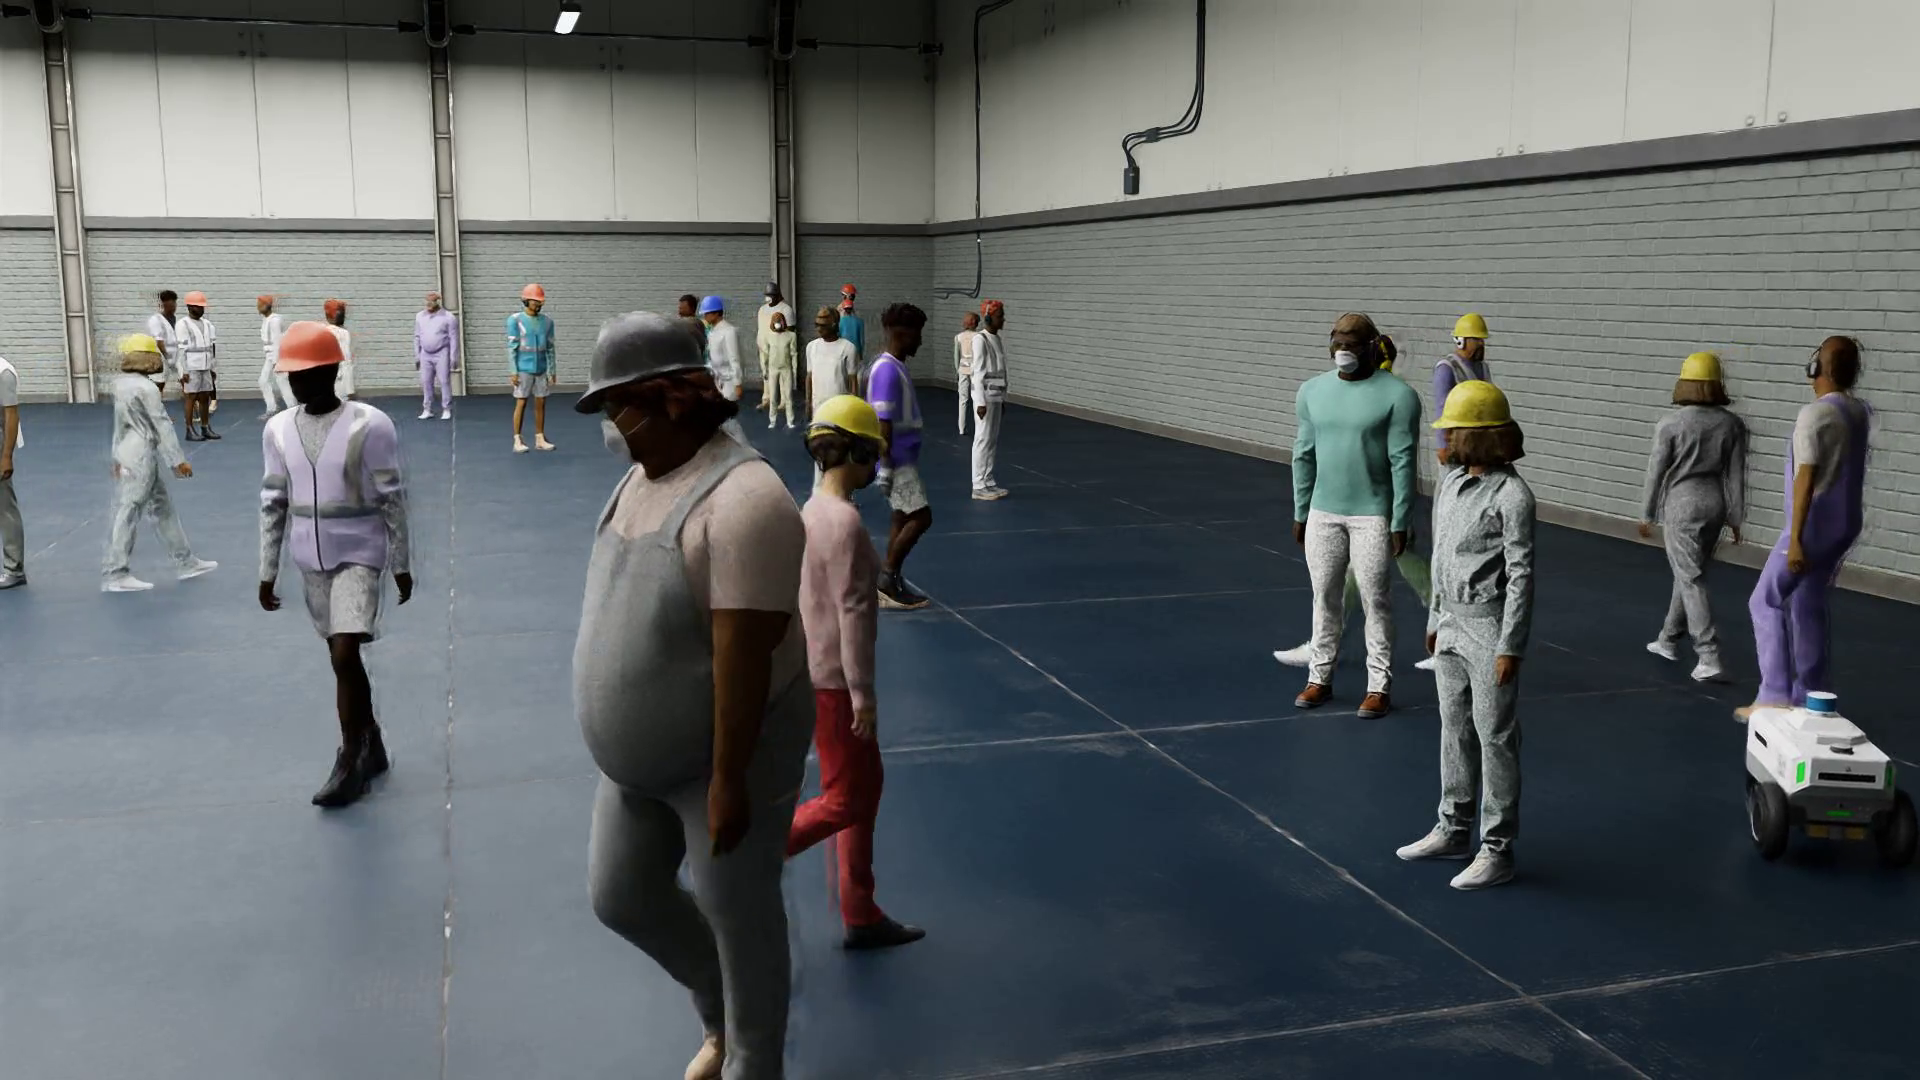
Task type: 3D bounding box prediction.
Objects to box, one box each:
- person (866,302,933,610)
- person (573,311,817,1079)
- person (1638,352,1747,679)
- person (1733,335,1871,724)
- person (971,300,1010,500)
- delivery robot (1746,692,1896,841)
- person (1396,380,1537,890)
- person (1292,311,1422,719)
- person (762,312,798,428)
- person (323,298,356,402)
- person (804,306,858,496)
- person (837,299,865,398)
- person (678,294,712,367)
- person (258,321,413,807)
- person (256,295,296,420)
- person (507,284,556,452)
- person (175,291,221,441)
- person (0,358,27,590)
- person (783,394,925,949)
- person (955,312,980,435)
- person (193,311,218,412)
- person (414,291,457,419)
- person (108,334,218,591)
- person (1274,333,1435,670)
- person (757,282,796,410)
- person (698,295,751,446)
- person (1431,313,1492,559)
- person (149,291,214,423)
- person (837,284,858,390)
[{"bbox_3d":[-0.375,-0.511,10.368,0.430,1.942,0.669,0,9,1],"label":"person"},{"bbox_3d":[-0.634,0.455,3.907,0.537,2.000,0.702,-8,12,-43],"label":"person"},{"bbox_3d":[3.880,-0.139,8.776,0.500,1.701,0.883,-1,9,-5],"label":"person"},{"bbox_3d":[3.886,-0.026,7.678,0.601,1.818,0.447,-6,11,-34],"label":"person"},{"bbox_3d":[0.284,-1.327,15.772,0.337,1.882,0.584,3,10,20],"label":"person"},{"bbox_3d":[3.153,0.802,6.116,0.477,0.478,0.707,2,9,12],"label":"delivery robot"},{"bbox_3d":[1.753,0.323,5.707,0.313,1.739,0.485,-3,9,-16],"label":"person"},{"bbox_3d":[1.871,-0.118,7.937,0.624,1.931,0.378,7,11,37],"label":"person"},{"bbox_3d":[-2.509,-2.361,23.197,0.498,1.627,0.280,-1,9,-3],"label":"person"},{"bbox_3d":[-6.556,-1.589,17.474,0.590,1.879,0.358,6,11,35],"label":"person"},{"bbox_3d":[-1.148,-1.152,14.802,0.507,1.838,0.351,4,10,23],"label":"person"},{"bbox_3d":[-1.881,-3.183,28.027,0.559,1.752,0.325,-4,10,-23],"label":"person"},{"bbox_3d":[-3.155,-1.919,19.501,0.581,1.896,0.618,-9,12,-44],"label":"person"},{"bbox_3d":[-2.541,0.095,6.616,0.568,1.904,0.793,2,9,10],"label":"person"},{"bbox_3d":[-10.079,-2.660,24.375,0.681,1.850,0.598,-7,11,-36],"label":"person"},{"bbox_3d":[-5.131,-2.061,20.028,0.621,2.030,0.448,-8,12,-43],"label":"person"},{"bbox_3d":[-9.800,-2.230,21.414,0.387,1.930,0.540,3,9,17],"label":"person"},{"bbox_3d":[-6.542,-0.591,11.192,0.566,1.847,0.389,4,10,23],"label":"person"},{"bbox_3d":[-0.449,0.426,5.060,0.625,1.730,0.551,-2,9,-11],"label":"person"},{"bbox_3d":[0.161,-2.199,22.100,0.512,1.644,0.307,5,10,28],"label":"person"},{"bbox_3d":[-11.927,-2.849,26.102,0.530,1.689,0.321,0,9,-3],"label":"person"},{"bbox_3d":[-7.800,-2.737,24.699,0.652,1.906,0.402,1,9,8],"label":"person"},{"bbox_3d":[-5.408,-0.528,11.231,0.837,1.697,0.571,-8,12,-41],"label":"person"},{"bbox_3d":[2.240,-0.185,8.764,1.019,1.805,0.537,3,9,18],"label":"person"},{"bbox_3d":[-2.980,-3.084,26.481,0.688,2.000,0.536,5,10,30],"label":"person"},{"bbox_3d":[-2.592,-1.714,18.184,0.520,1.911,0.653,-5,10,-28],"label":"person"},{"bbox_3d":[3.703,-0.744,12.214,0.595,1.831,0.403,-8,12,-41],"label":"person"},{"bbox_3d":[-11.221,-2.594,23.756,1.031,1.902,0.604,4,10,24],"label":"person"},{"bbox_3d":[-2.027,-3.639,30.169,0.392,1.992,0.623,-4,10,-26],"label":"person"}]
